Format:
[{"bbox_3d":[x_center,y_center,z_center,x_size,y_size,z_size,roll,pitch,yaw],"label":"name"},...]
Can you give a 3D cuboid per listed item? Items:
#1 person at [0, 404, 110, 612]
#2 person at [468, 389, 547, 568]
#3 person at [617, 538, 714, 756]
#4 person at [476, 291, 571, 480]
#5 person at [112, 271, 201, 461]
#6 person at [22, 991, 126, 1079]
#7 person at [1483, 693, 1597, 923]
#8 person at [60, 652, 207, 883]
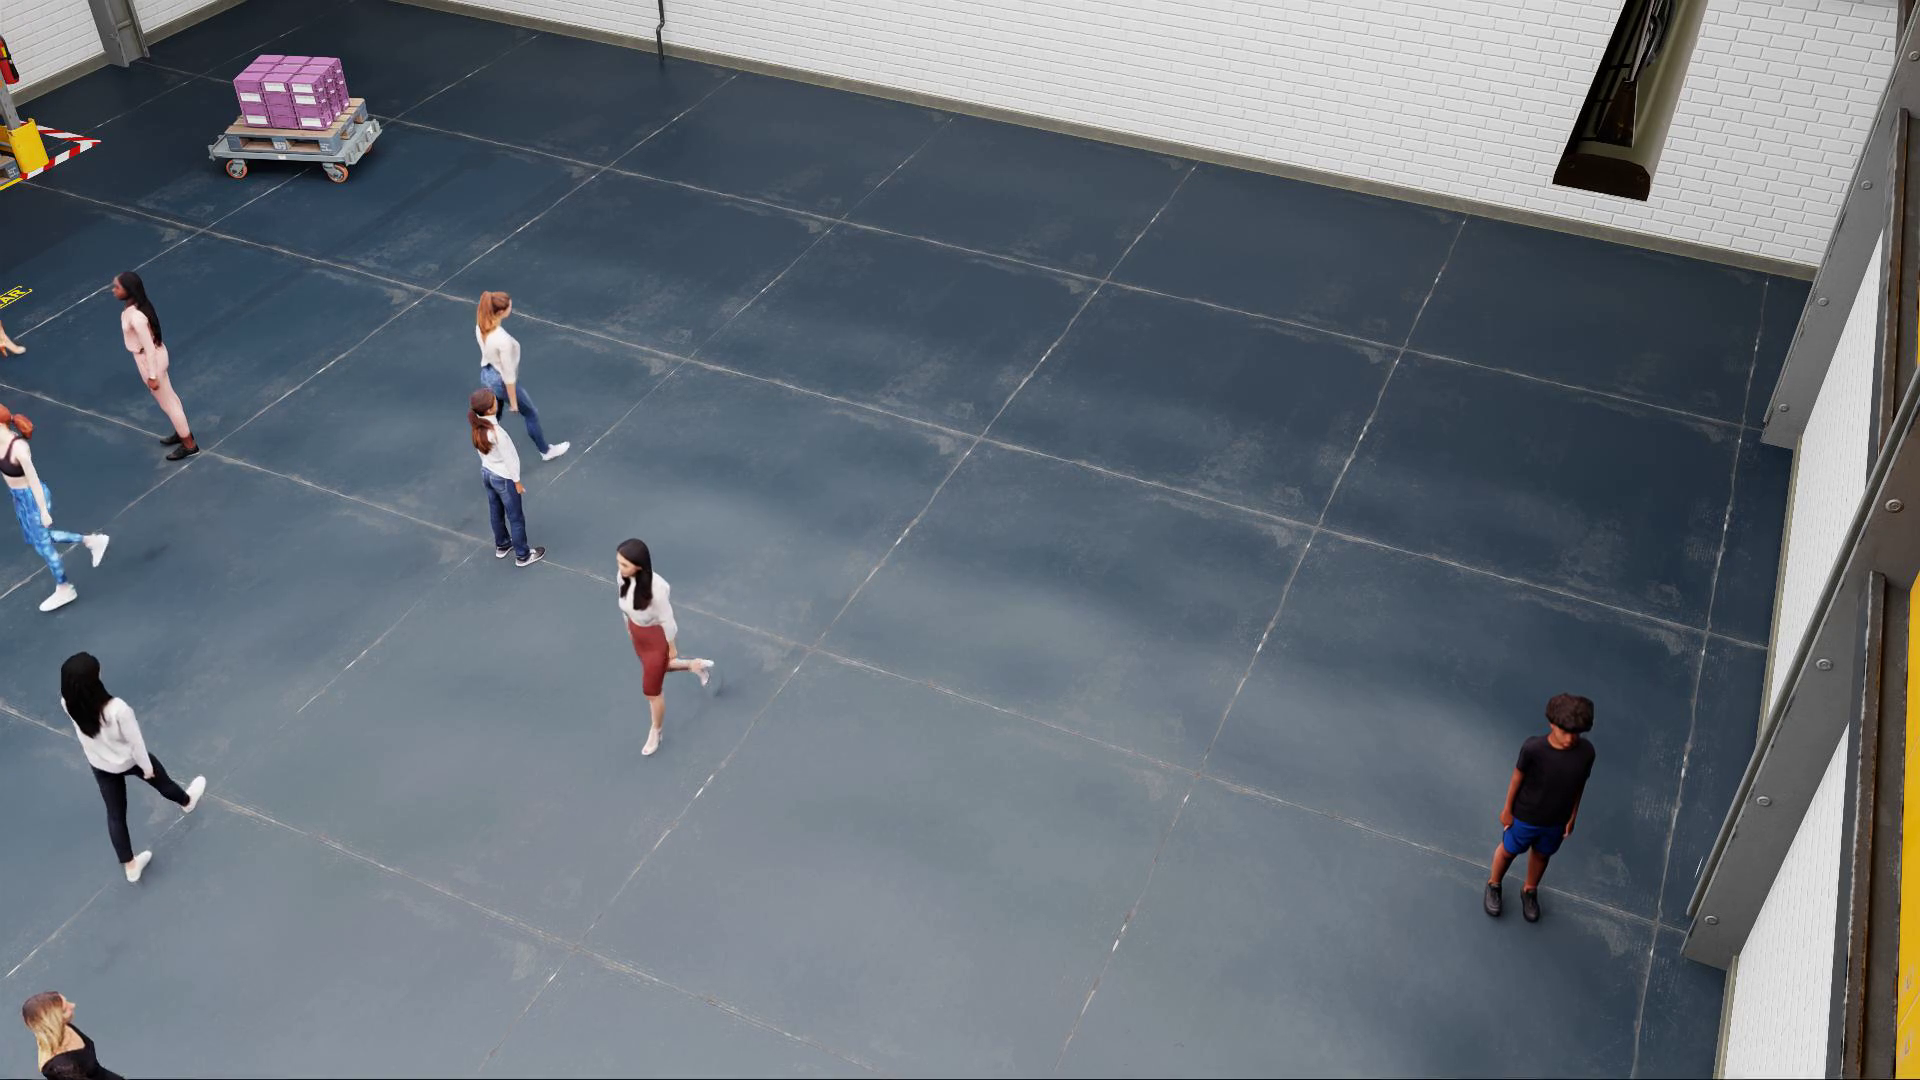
[{"bbox_3d":[-6.760,-0.293,12.305,0.693,1.773,0.947,28,46,30],"label":"person"},{"bbox_3d":[-3.527,-0.488,12.721,0.564,1.558,0.571,24,44,27],"label":"person"},{"bbox_3d":[-2.004,0.651,11.155,0.754,1.732,1.037,26,45,29],"label":"person"},{"bbox_3d":[-3.785,-1.208,13.513,0.962,1.695,1.132,31,48,33],"label":"person"},{"bbox_3d":[-6.694,-1.460,13.809,0.737,1.719,0.703,-17,42,-21],"label":"person"},{"bbox_3d":[-4.476,2.913,8.407,1.118,1.629,0.986,-18,42,-21],"label":"person"},{"bbox_3d":[3.477,1.582,9.940,0.650,1.795,0.656,4,39,5],"label":"person"},{"bbox_3d":[-5.232,1.422,10.246,0.836,1.663,1.129,4,39,5],"label":"person"}]
